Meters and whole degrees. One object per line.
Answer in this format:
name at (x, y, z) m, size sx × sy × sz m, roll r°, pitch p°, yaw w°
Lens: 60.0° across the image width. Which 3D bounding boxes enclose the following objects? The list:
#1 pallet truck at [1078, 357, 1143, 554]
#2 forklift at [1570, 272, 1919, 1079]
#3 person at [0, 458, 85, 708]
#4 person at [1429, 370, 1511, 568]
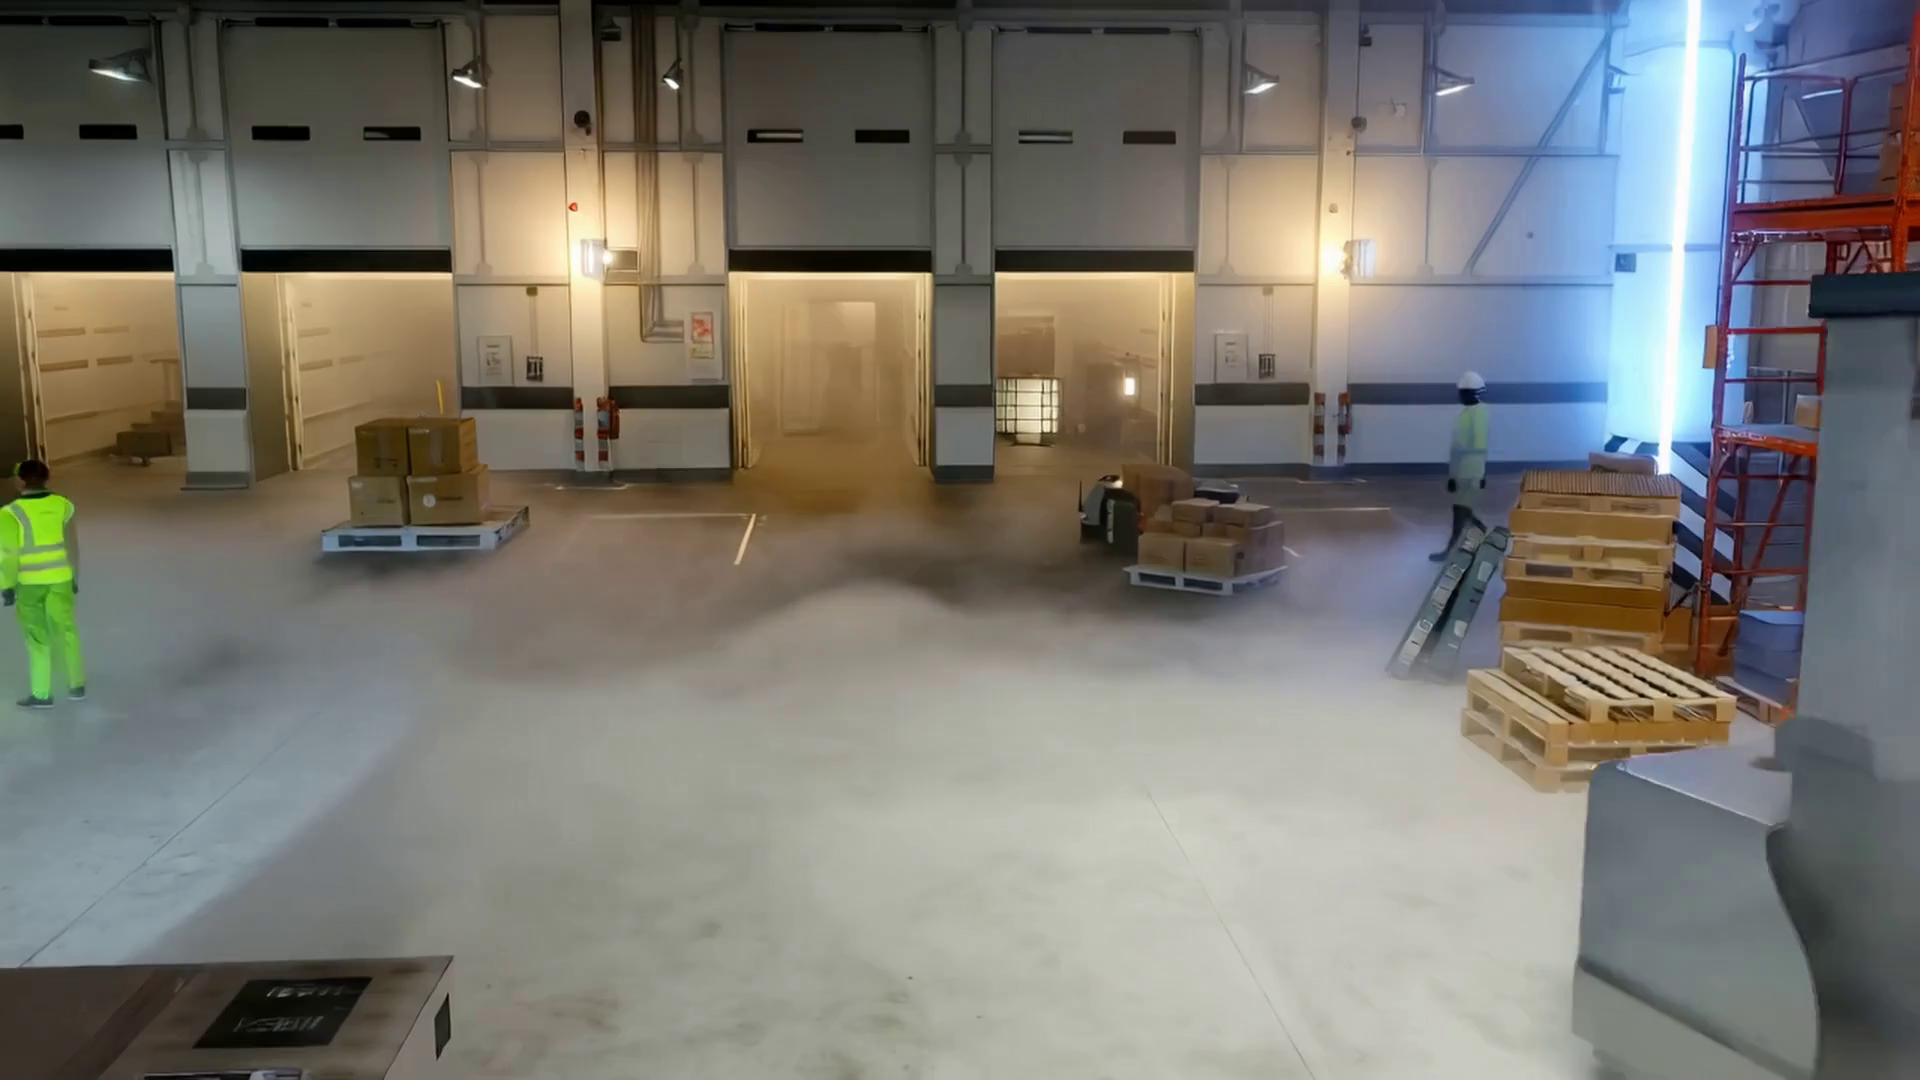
pallet truck at (2.088, -0.836, 16.757) m, size 1.885 × 1.965 × 0.823 m, roll 2°, pitch 9°, yaw 13°
forklift at (3.038, 0.558, 5.244) m, size 1.129 × 2.768 × 1.873 m, roll -4°, pitch 10°, yaw -23°
person at (-6.000, 0.285, 10.875) m, size 0.313 × 1.633 × 0.536 m, roll 4°, pitch 10°, yaw 25°
person at (4.955, -0.675, 16.030) m, size 0.551 × 1.912 × 0.823 m, roll -9°, pitch 13°, yaw -44°
